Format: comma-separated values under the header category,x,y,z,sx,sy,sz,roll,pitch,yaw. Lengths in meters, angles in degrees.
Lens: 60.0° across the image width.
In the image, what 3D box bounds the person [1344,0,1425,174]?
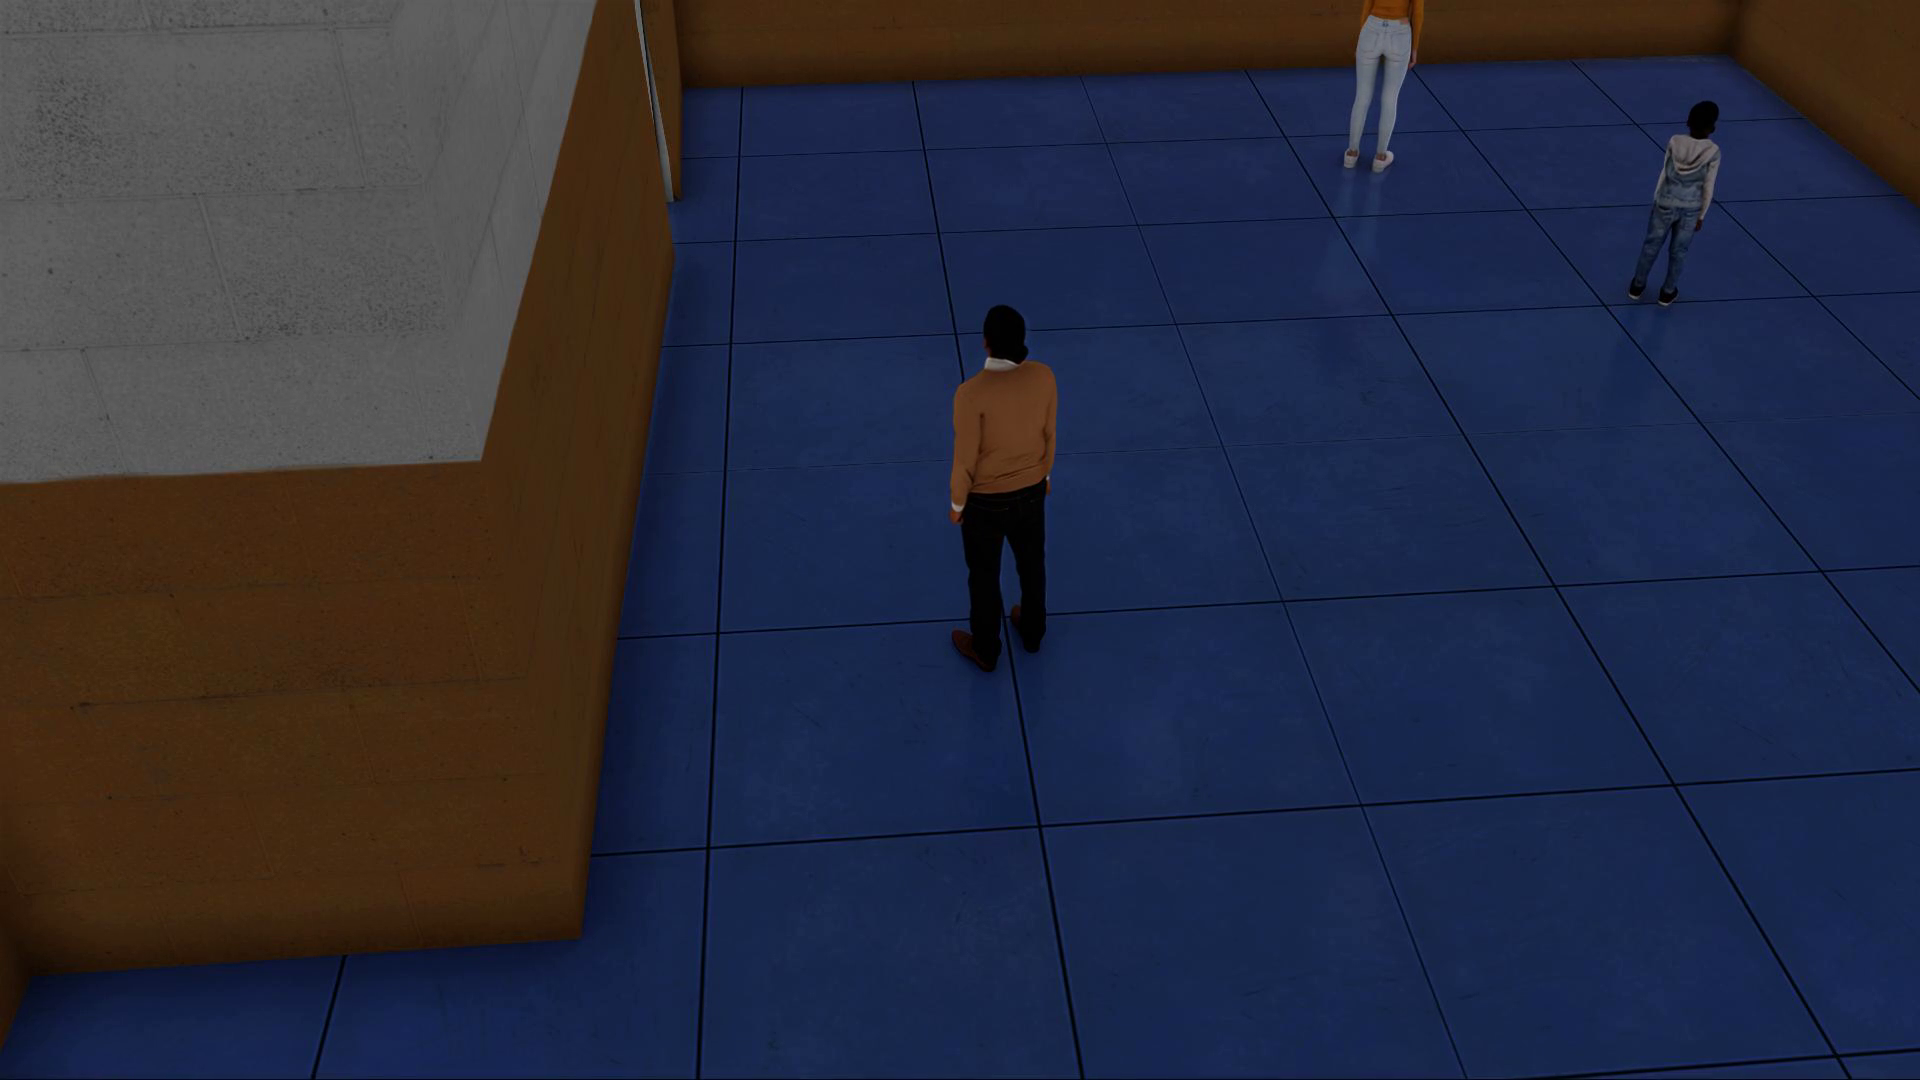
category,x,y,z,sx,sy,sz,roll,pitch,yaw
person,2.893,-3.366,11.305,0.603,1.749,0.710,13,39,17

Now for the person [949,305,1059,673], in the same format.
category,x,y,z,sx,sy,sz,roll,pitch,yaw
person,0.181,-0.207,7.086,0.667,1.753,0.805,-19,41,-24

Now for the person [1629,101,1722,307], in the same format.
category,x,y,z,sx,sy,sz,roll,pitch,yaw
person,4.272,-2.003,9.896,0.553,1.260,0.622,21,42,25
